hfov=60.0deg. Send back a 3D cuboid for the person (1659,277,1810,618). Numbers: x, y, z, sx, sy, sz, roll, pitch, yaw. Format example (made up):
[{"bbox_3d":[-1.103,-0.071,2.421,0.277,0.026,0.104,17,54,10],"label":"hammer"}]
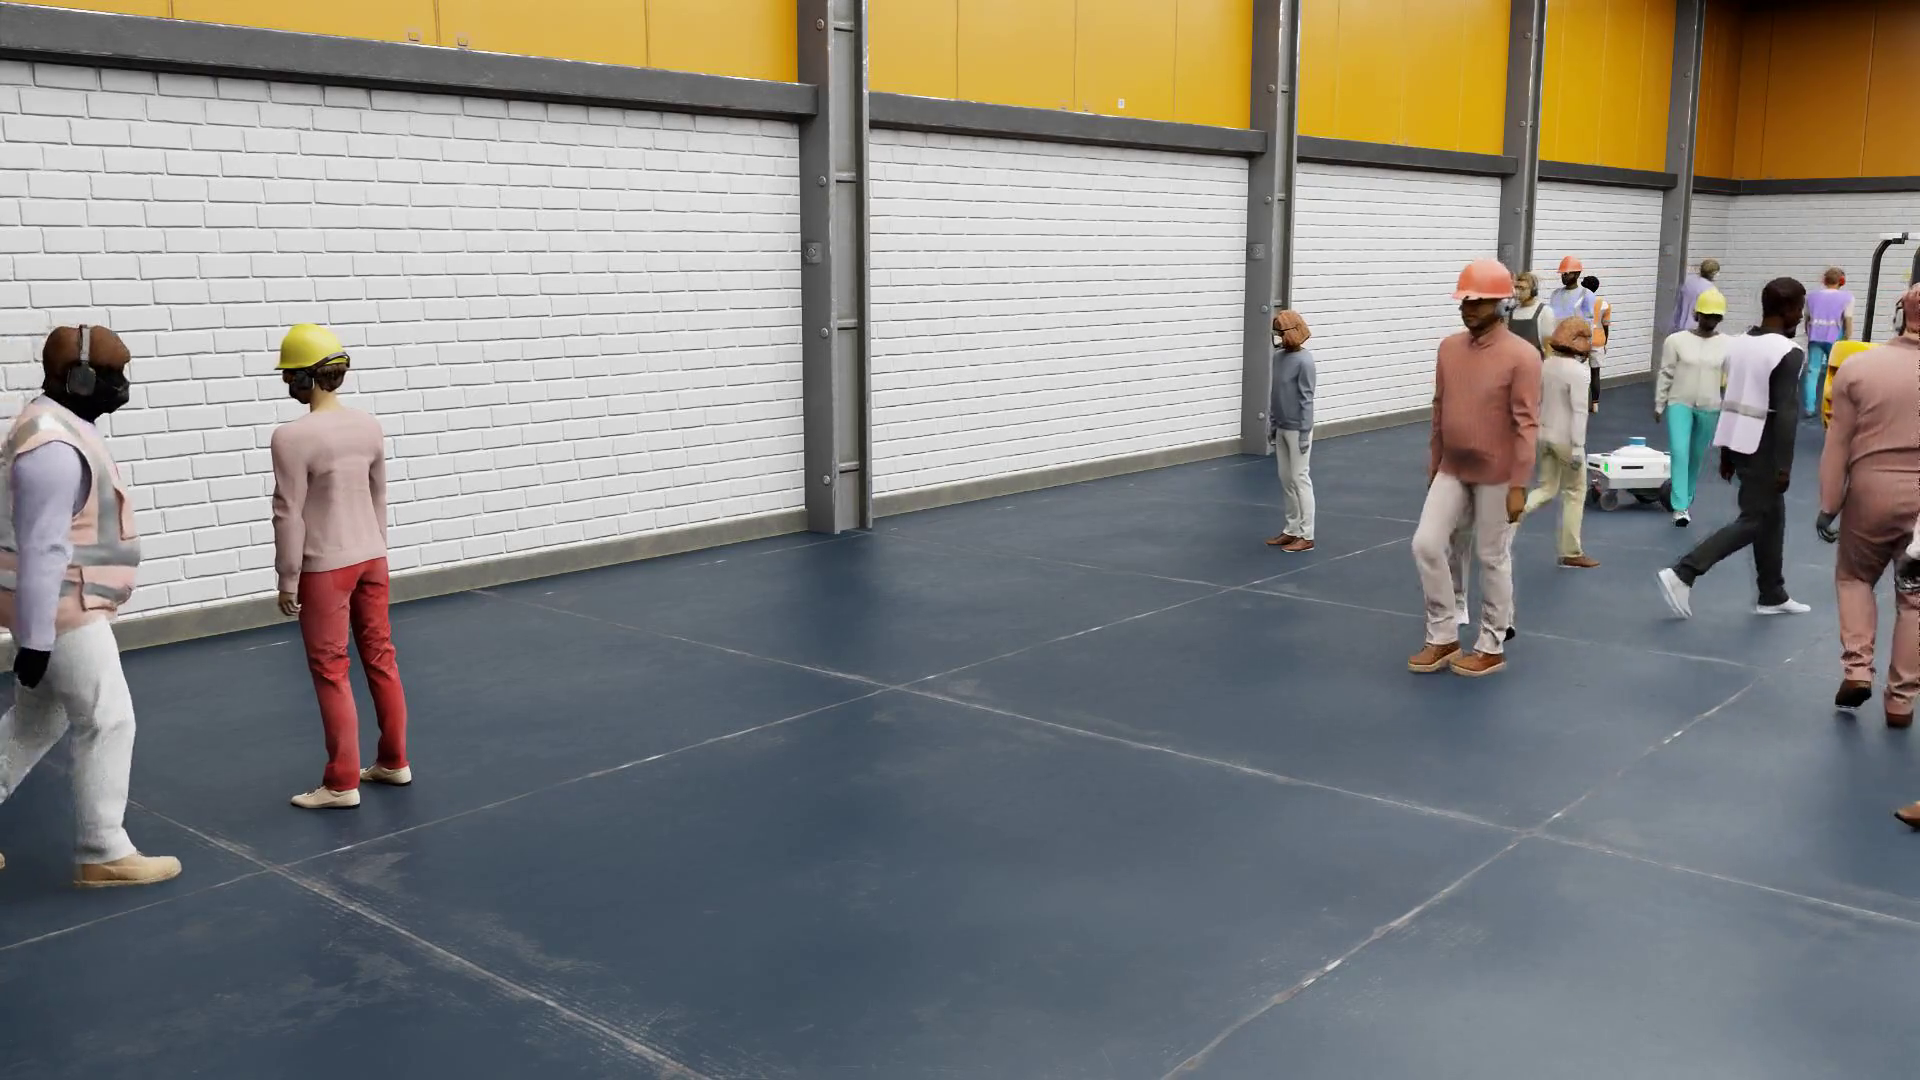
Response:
[{"bbox_3d":[4.292,-0.488,9.056,0.904,1.880,0.602,-1,10,-4],"label":"person"}]

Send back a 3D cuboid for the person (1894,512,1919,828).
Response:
[{"bbox_3d":[3.616,0.082,5.848,0.892,1.861,0.656,0,10,-2],"label":"person"}]

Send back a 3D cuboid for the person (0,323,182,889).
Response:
[{"bbox_3d":[-2.933,0.232,5.192,0.755,1.802,0.654,-5,11,-26],"label":"person"}]

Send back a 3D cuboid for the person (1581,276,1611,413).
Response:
[{"bbox_3d":[7.738,-2.408,20.525,0.529,1.690,0.321,3,10,14],"label":"person"}]

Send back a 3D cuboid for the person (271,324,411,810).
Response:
[{"bbox_3d":[-2.296,0.096,6.076,0.349,1.758,0.522,4,11,21],"label":"person"}]

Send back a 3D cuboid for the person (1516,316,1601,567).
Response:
[{"bbox_3d":[3.730,-0.608,10.496,0.685,1.610,0.519,-2,10,-13],"label":"person"}]

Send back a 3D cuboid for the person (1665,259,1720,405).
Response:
[{"bbox_3d":[9.368,-2.651,21.345,0.417,1.895,0.797,-3,10,-15],"label":"person"}]

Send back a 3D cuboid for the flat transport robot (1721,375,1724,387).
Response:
[{"bbox_3d":[11.457,-2.345,24.193,0.652,0.197,1.431,7,12,35],"label":"flat transport robot"}]

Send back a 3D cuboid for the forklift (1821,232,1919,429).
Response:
[{"bbox_3d":[9.955,-1.972,16.595,2.313,2.155,1.214,1,10,8],"label":"forklift"}]

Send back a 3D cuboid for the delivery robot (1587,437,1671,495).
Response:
[{"bbox_3d":[5.266,-0.559,12.951,0.707,0.478,0.477,-1,10,-6],"label":"delivery robot"}]

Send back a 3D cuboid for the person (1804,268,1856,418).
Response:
[{"bbox_3d":[10.440,-2.370,20.006,0.565,1.792,0.959,9,13,41],"label":"person"}]

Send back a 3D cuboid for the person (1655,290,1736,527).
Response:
[{"bbox_3d":[5.340,-0.934,12.015,0.544,1.711,0.932,2,10,11],"label":"person"}]

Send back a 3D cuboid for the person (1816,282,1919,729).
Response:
[{"bbox_3d":[4.015,-0.146,7.066,0.670,1.887,0.454,5,11,25],"label":"person"}]

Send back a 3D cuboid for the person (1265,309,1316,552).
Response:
[{"bbox_3d":[2.221,-0.727,11.149,0.309,1.624,0.492,-3,10,-14],"label":"person"}]

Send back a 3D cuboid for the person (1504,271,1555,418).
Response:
[{"bbox_3d":[5.247,-1.556,15.310,0.824,1.824,0.516,-9,13,-41],"label":"person"}]

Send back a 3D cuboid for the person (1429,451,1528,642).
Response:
[{"bbox_3d":[2.719,-0.281,8.667,0.541,1.585,0.874,1,10,7],"label":"person"}]

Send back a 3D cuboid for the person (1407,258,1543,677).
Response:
[{"bbox_3d":[2.375,-0.312,7.763,0.634,1.970,0.656,-6,12,-32],"label":"person"}]

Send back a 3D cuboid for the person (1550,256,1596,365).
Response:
[{"bbox_3d":[6.718,-2.165,18.422,0.356,1.936,0.551,-7,12,-36],"label":"person"}]
